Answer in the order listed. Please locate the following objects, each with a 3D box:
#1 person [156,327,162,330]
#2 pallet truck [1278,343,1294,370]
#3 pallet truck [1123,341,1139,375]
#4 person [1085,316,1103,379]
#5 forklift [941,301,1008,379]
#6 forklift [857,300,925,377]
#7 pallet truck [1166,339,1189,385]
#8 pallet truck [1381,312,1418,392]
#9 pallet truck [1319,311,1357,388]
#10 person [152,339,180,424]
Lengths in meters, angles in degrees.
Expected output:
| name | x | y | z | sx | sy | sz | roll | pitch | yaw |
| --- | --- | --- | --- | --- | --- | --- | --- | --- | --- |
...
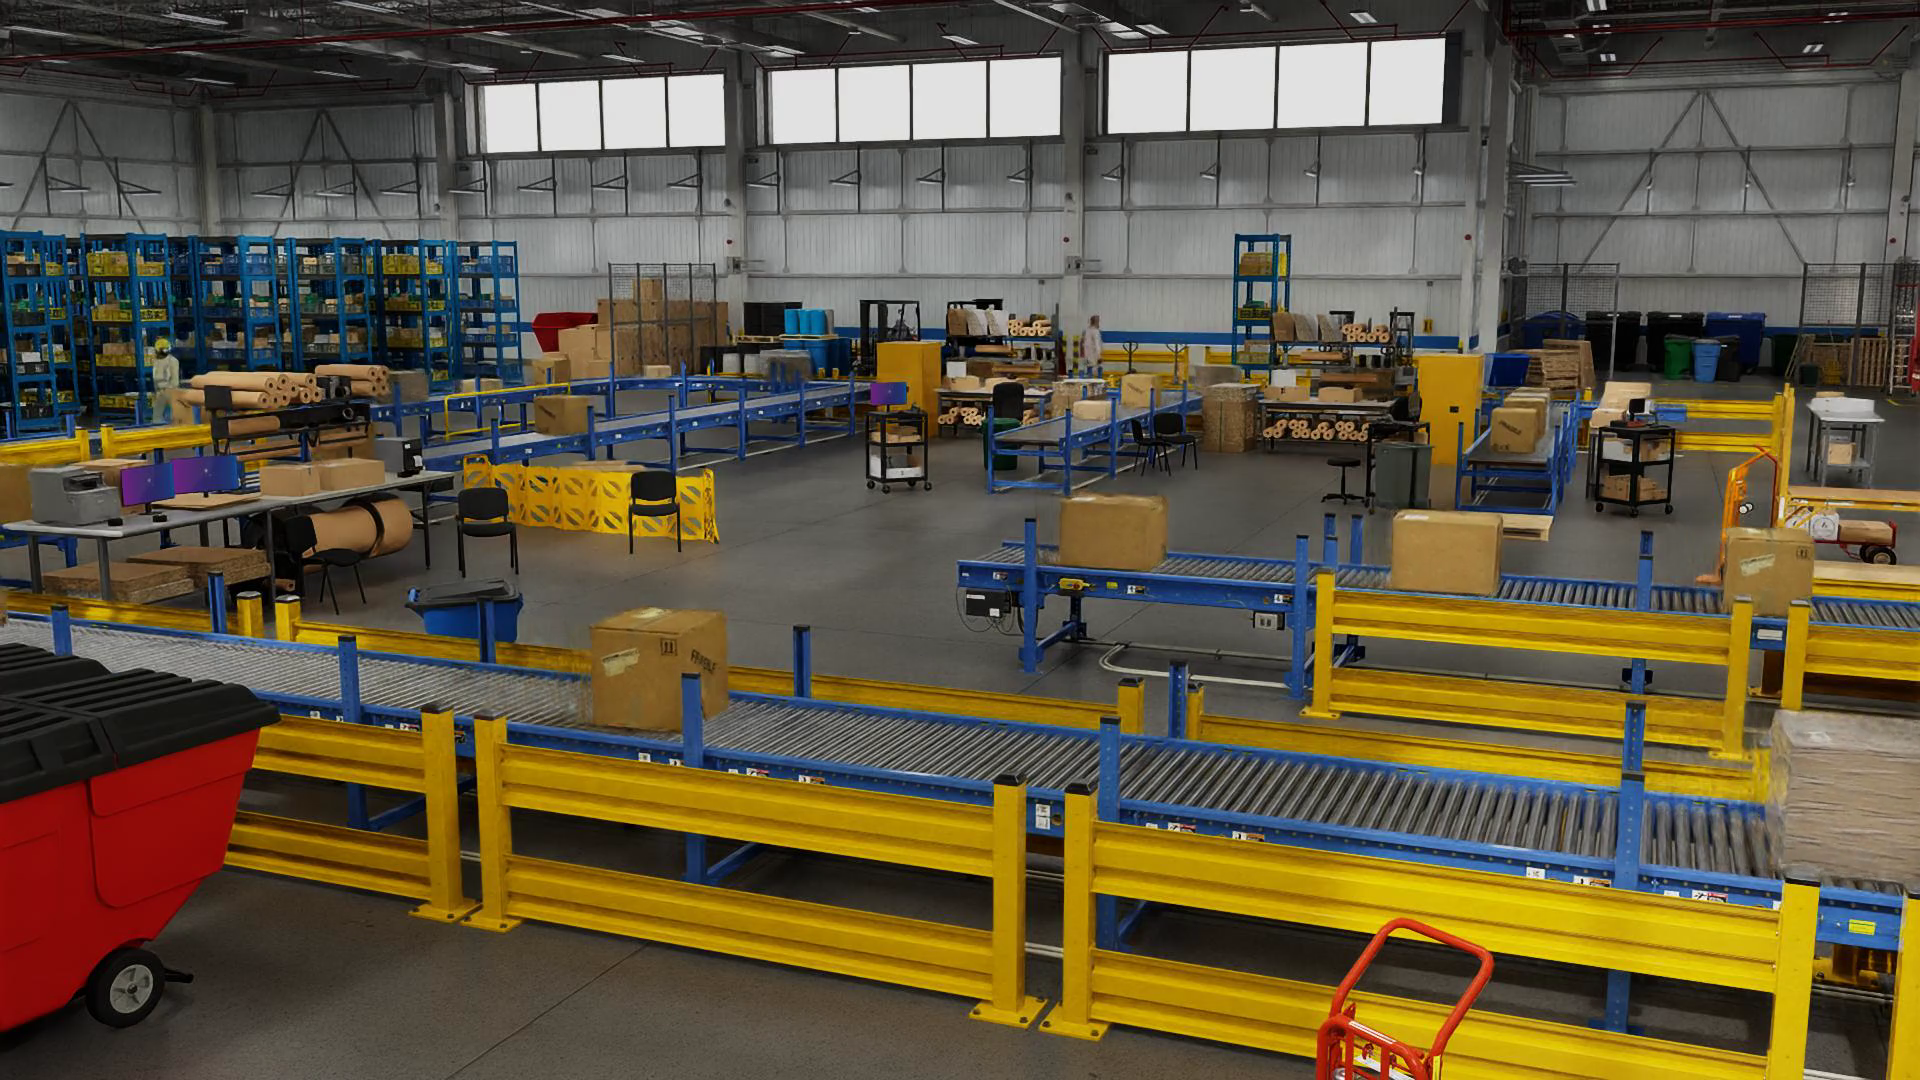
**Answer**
| name | x | y | z | sx | sy | sz | roll | pitch | yaw |
| --- | --- | --- | --- | --- | --- | --- | --- | --- | --- |
| person | -17.853 | -3.990 | 37.105 | 0.578 | 1.830 | 0.407 | -6 | 11 | -34 |
| pallet truck | 7.886 | -4.163 | 39.743 | 0.653 | 1.274 | 1.630 | 4 | 10 | 22 |
| pallet truck | 4.445 | -4.380 | 41.279 | 0.680 | 1.201 | 1.601 | 4 | 10 | 22 |
| person | 3.050 | -4.238 | 38.413 | 0.626 | 1.889 | 0.660 | -2 | 10 | -12 |
| forklift | 0.365 | -4.966 | 41.571 | 1.157 | 1.987 | 2.680 | 3 | 10 | 20 |
| forklift | -1.732 | -5.109 | 42.468 | 1.157 | 1.987 | 2.680 | 4 | 10 | 22 |
| pallet truck | 5.418 | -4.269 | 40.420 | 0.704 | 1.261 | 1.522 | 3 | 10 | 20 |
| pallet truck | 10.207 | -4.283 | 38.369 | 0.823 | 1.965 | 1.885 | 3 | 10 | 20 |
| pallet truck | 9.071 | -4.419 | 39.190 | 0.823 | 1.965 | 1.885 | 5 | 10 | 26 |
| person | -13.690 | -2.582 | 28.715 | 0.611 | 1.786 | 0.924 | 5 | 11 | 27 |
